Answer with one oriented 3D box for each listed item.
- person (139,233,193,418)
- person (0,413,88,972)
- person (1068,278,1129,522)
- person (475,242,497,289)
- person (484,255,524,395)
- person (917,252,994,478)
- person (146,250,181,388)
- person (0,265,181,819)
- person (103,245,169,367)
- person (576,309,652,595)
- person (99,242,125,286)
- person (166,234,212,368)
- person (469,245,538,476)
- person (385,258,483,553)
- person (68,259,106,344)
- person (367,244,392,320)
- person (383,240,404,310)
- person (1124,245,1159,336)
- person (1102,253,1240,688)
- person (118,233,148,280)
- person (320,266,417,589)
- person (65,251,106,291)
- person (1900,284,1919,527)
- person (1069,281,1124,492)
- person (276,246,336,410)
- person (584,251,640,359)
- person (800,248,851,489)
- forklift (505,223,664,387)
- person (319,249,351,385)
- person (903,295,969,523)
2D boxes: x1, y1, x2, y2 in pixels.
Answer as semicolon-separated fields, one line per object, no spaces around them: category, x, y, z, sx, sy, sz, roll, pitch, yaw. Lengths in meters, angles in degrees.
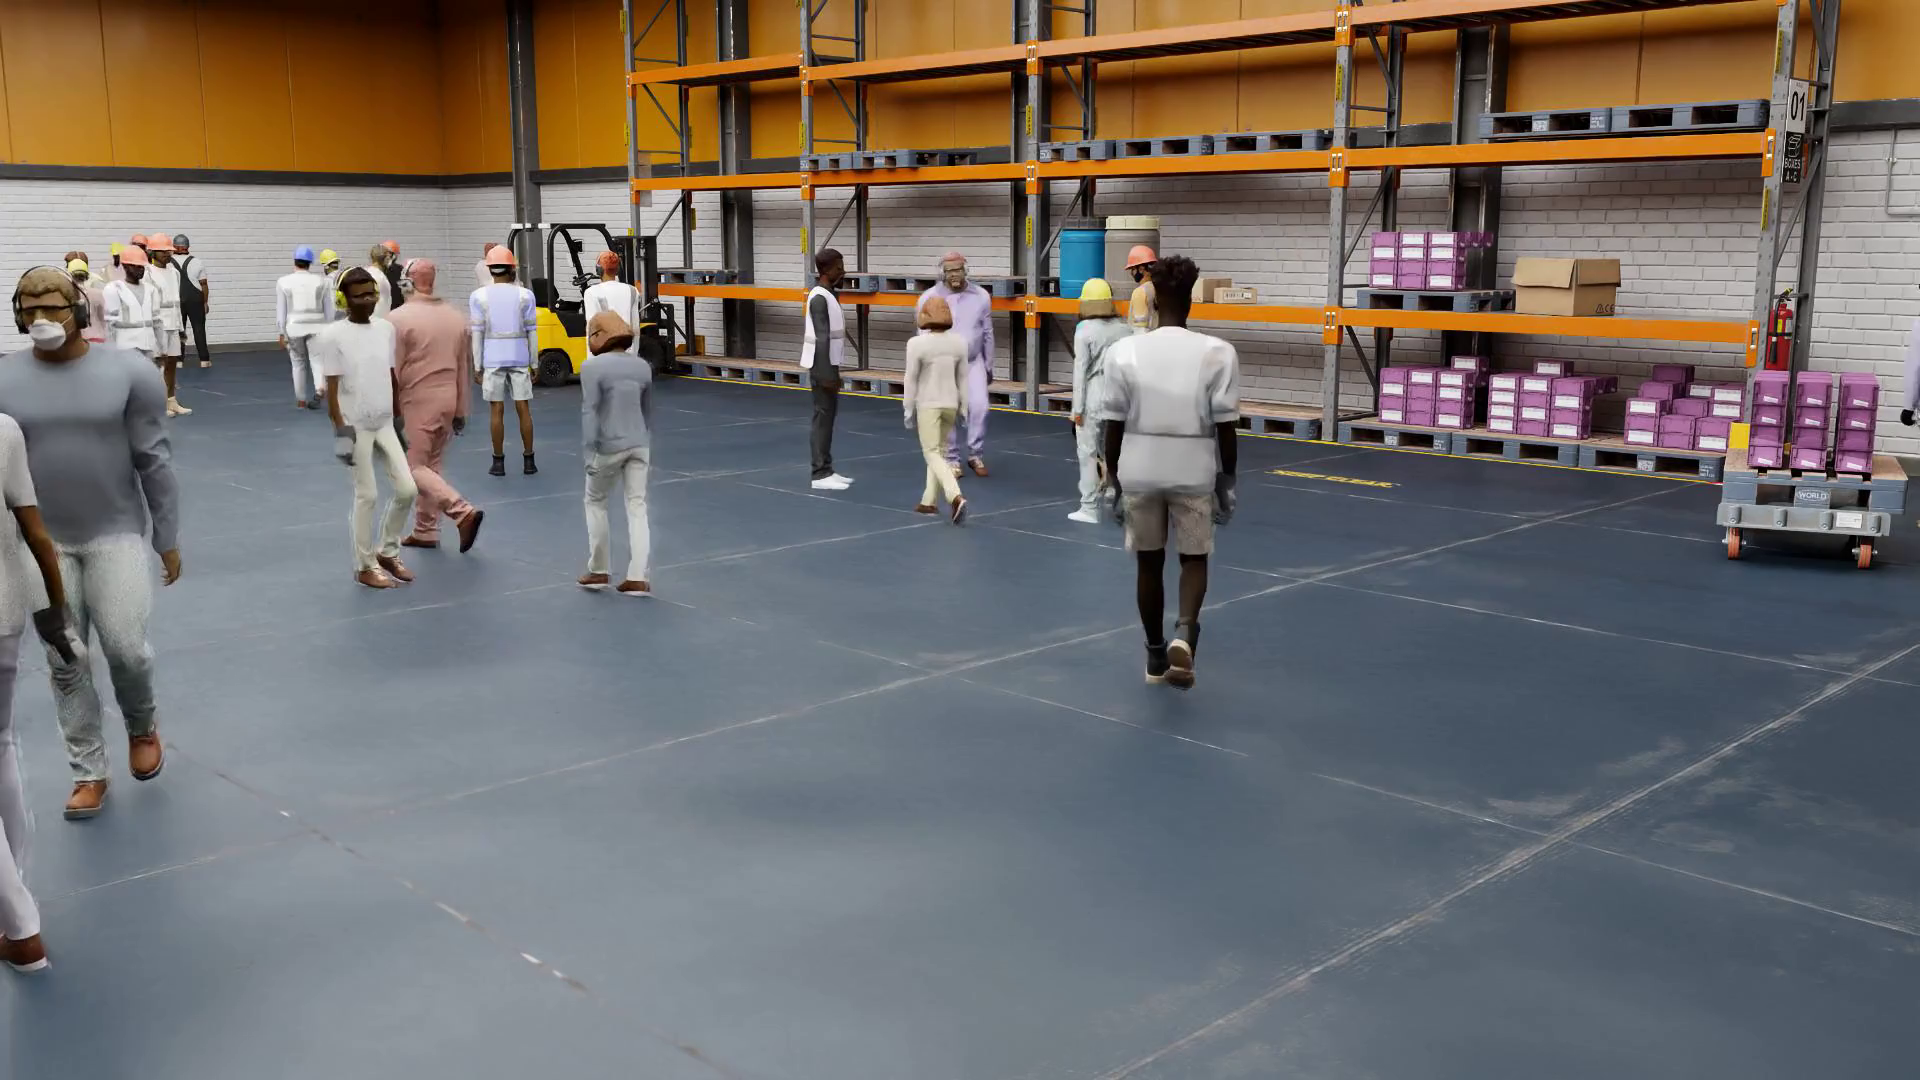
person;-8.854;-2.386;18.546;0.396;2.044;0.609;3;11;14
person;-2.834;0.268;4.666;0.810;1.827;0.551;8;13;39
person;1.005;-0.962;11.625;0.503;1.727;0.518;-8;13;-36
person;-7.571;-3.871;27.023;0.638;1.908;0.409;9;13;39
person;-5.811;-2.747;21.205;0.784;1.801;0.594;7;13;34
person;-0.016;-1.439;13.824;0.661;1.885;0.522;-3;11;-14
person;-10.609;-2.936;22.030;0.312;1.866;0.538;-8;13;-36
person;-3.082;0.007;5.828;0.644;1.922;0.465;-3;11;-14
person;-7.843;-1.842;15.909;0.452;1.921;0.579;5;11;25
person;-1.969;-0.496;9.420;0.636;1.597;0.522;10;14;43
person;-12.585;-3.506;25.000;0.608;1.911;0.421;-3;11;-16
person;-11.886;-3.667;25.537;0.676;2.000;0.536;-3;11;-18
person;-3.842;-1.508;14.054;0.549;1.934;0.374;-4;11;-20
person;-3.345;-0.835;10.535;0.749;1.882;0.656;4;11;21
person;-9.524;-2.164;18.090;0.526;1.768;0.331;-10;14;-42
person;-7.007;-2.566;19.871;0.617;1.920;0.641;-4;11;-20
person;-7.964;-3.204;23.262;0.630;1.970;0.799;-1;10;-4
person;1.636;-1.657;14.883;0.366;1.930;0.542;6;12;28
person;0.919;-0.279;7.332;0.604;1.948;0.638;2;11;11
person;-11.682;-3.359;23.853;0.608;2.044;0.371;-3;11;-14
person;-3.337;-0.626;9.499;0.437;1.843;0.572;6;12;32
person;-10.228;-2.448;19.445;0.624;1.841;0.430;5;11;24
person;6.720;-0.929;11.285;0.664;1.808;0.510;-1;10;-8
person;1.109;-1.185;12.972;0.539;1.680;0.480;-9;13;-39
person;-7.491;-2.414;19.090;0.641;1.912;0.848;-5;11;-24
person;-3.154;-1.673;15.100;0.358;1.882;0.574;9;14;42
person;-1.082;-1.371;13.354;0.384;1.919;0.590;0;10;1
forklift;-5.316;-3.263;22.920;2.313;2.155;1.214;-10;14;-44
person;-8.498;-3.024;22.621;0.404;1.827;0.590;0;10;2
person;-0.135;-0.923;11.789;0.509;1.605;0.771;-7;12;-32
